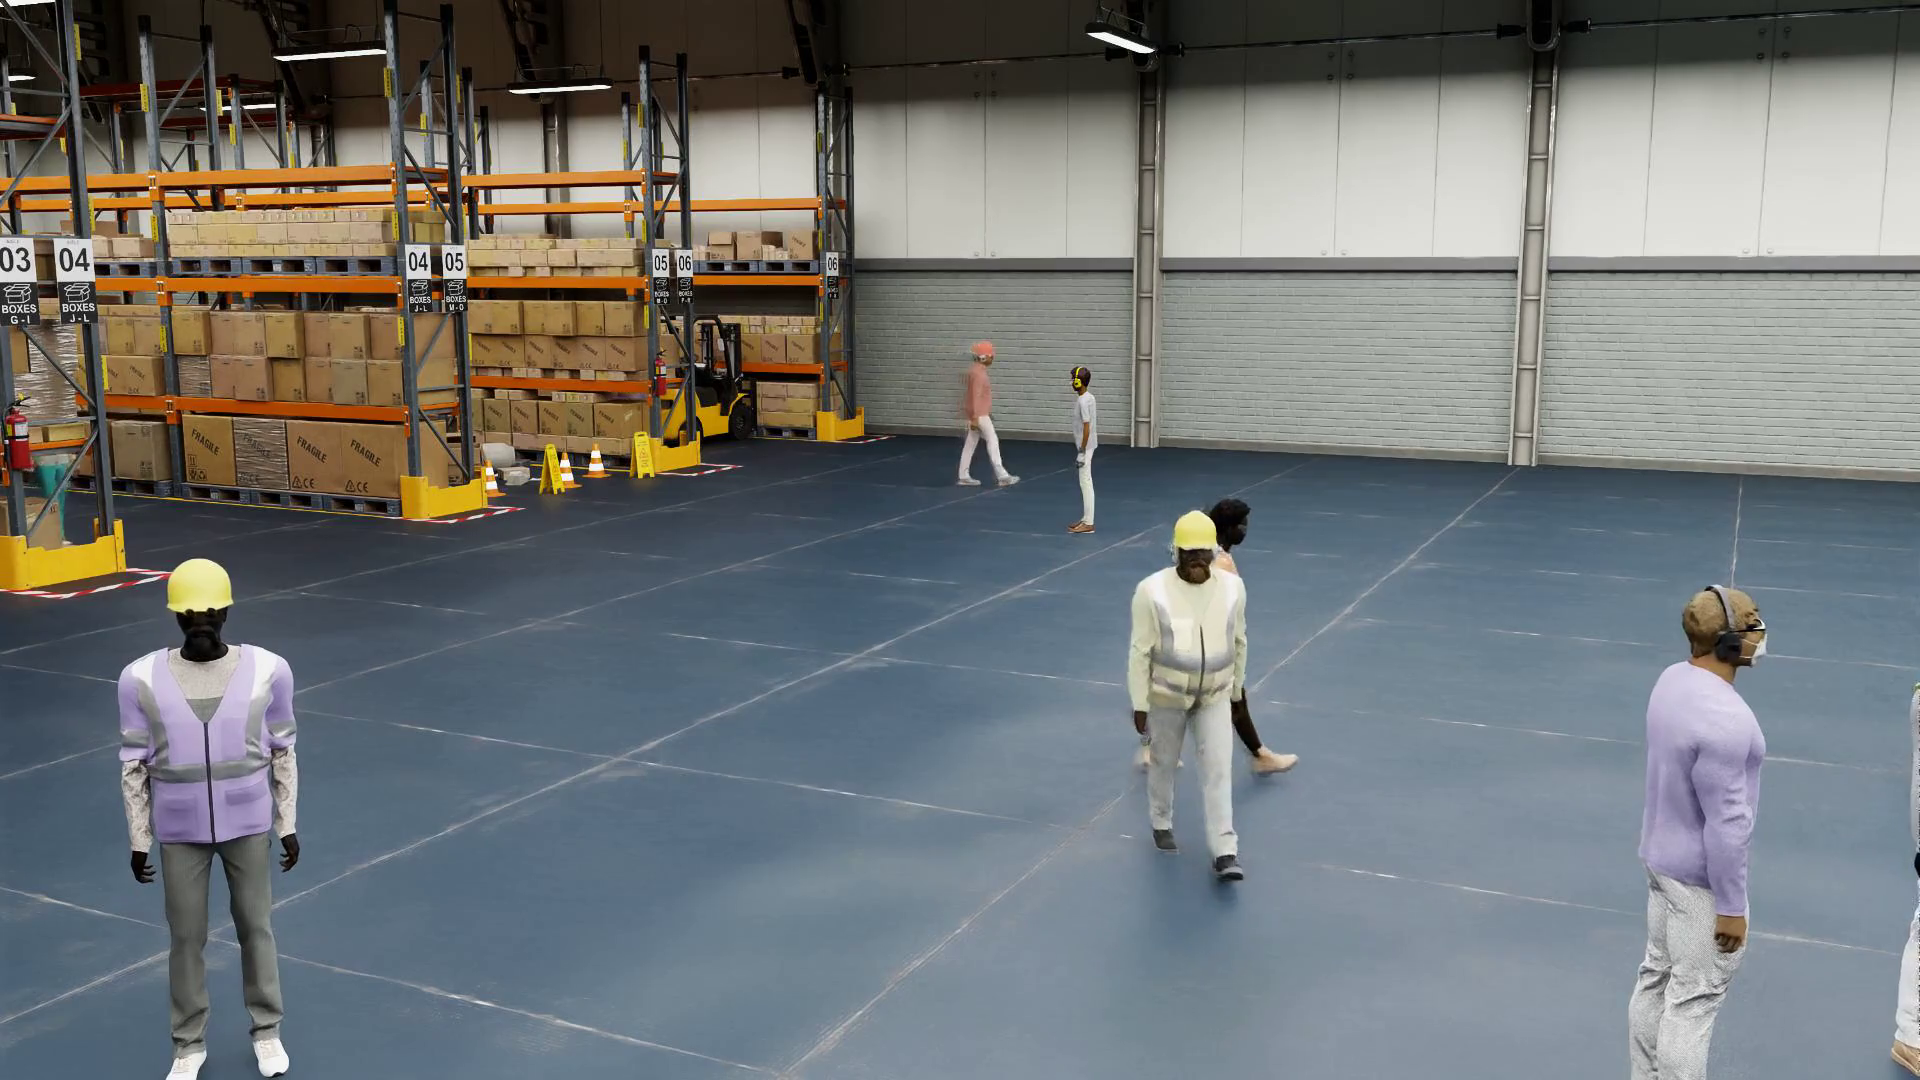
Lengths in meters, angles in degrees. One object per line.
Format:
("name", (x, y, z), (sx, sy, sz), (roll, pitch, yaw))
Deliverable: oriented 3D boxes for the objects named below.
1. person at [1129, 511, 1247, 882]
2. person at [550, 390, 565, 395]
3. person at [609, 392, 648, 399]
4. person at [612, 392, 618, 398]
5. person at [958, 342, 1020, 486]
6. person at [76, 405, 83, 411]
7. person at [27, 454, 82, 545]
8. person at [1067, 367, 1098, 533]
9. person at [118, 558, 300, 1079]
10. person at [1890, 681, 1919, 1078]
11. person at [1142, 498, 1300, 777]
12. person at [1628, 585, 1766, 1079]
("person", (1.130, 0.749, 8.108), (0.624, 1.780, 0.920), (-1, 9, -7))
("person", (-6.527, -2.253, 27.111), (0.877, 1.591, 0.517), (4, 10, 22))
("person", (-5.329, -2.262, 26.381), (1.000, 1.840, 0.769), (4, 10, 24))
("person", (-5.824, -2.405, 27.154), (0.607, 1.883, 0.683), (4, 10, 24))
("person", (0.400, -1.705, 22.624), (0.947, 1.954, 0.619), (-1, 9, -5))
("person", (-13.560, -2.104, 25.176), (0.543, 1.926, 0.547), (6, 11, 32))
("person", (-9.597, -0.793, 17.629), (0.371, 1.750, 0.547), (4, 10, 25))
("person", (1.367, -1.004, 18.614), (0.336, 1.864, 0.521), (2, 9, 9))
("person", (-2.693, 1.017, 6.013), (0.587, 1.930, 0.361), (-4, 10, -22))
("person", (3.702, 1.067, 6.006), (0.627, 1.836, 0.430), (-3, 10, -19))
("person", (1.491, 0.567, 9.623), (0.910, 1.638, 0.546), (0, 9, 2))
("person", (2.435, 1.102, 5.470), (0.371, 1.940, 0.630), (1, 9, 5))
